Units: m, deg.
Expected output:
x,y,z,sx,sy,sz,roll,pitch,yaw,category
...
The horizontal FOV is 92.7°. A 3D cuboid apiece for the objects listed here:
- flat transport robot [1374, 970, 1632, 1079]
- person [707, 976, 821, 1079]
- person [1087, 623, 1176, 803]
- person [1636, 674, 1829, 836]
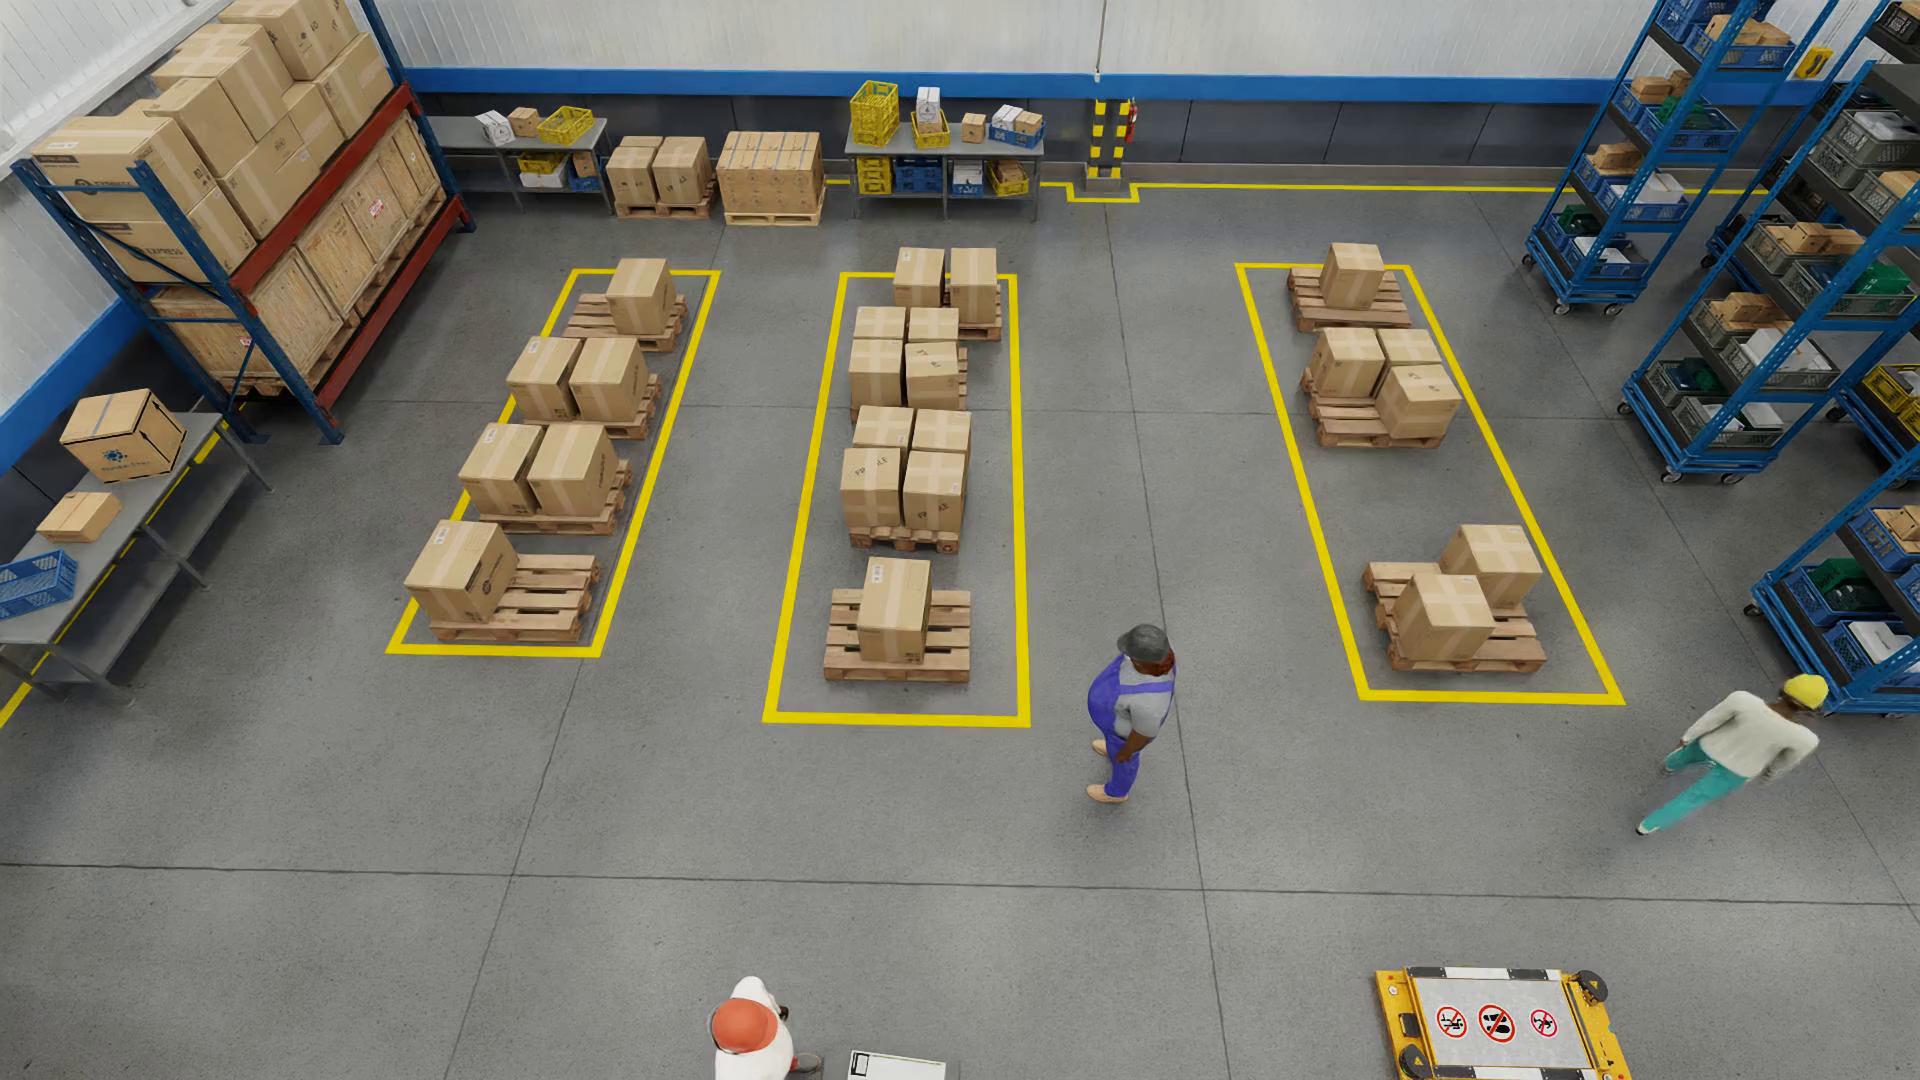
x,y,z,sx,sy,sz,roll,pitch,yaw,category
3.501,3.133,5.914,1.431,0.197,0.652,1,51,1,flat transport robot
-1.062,2.859,5.042,0.376,1.995,0.610,1,51,0,person
1.144,1.193,6.372,0.539,2.000,0.688,11,52,8,person
5.374,1.452,6.366,0.916,1.717,0.541,-27,56,-20,person
